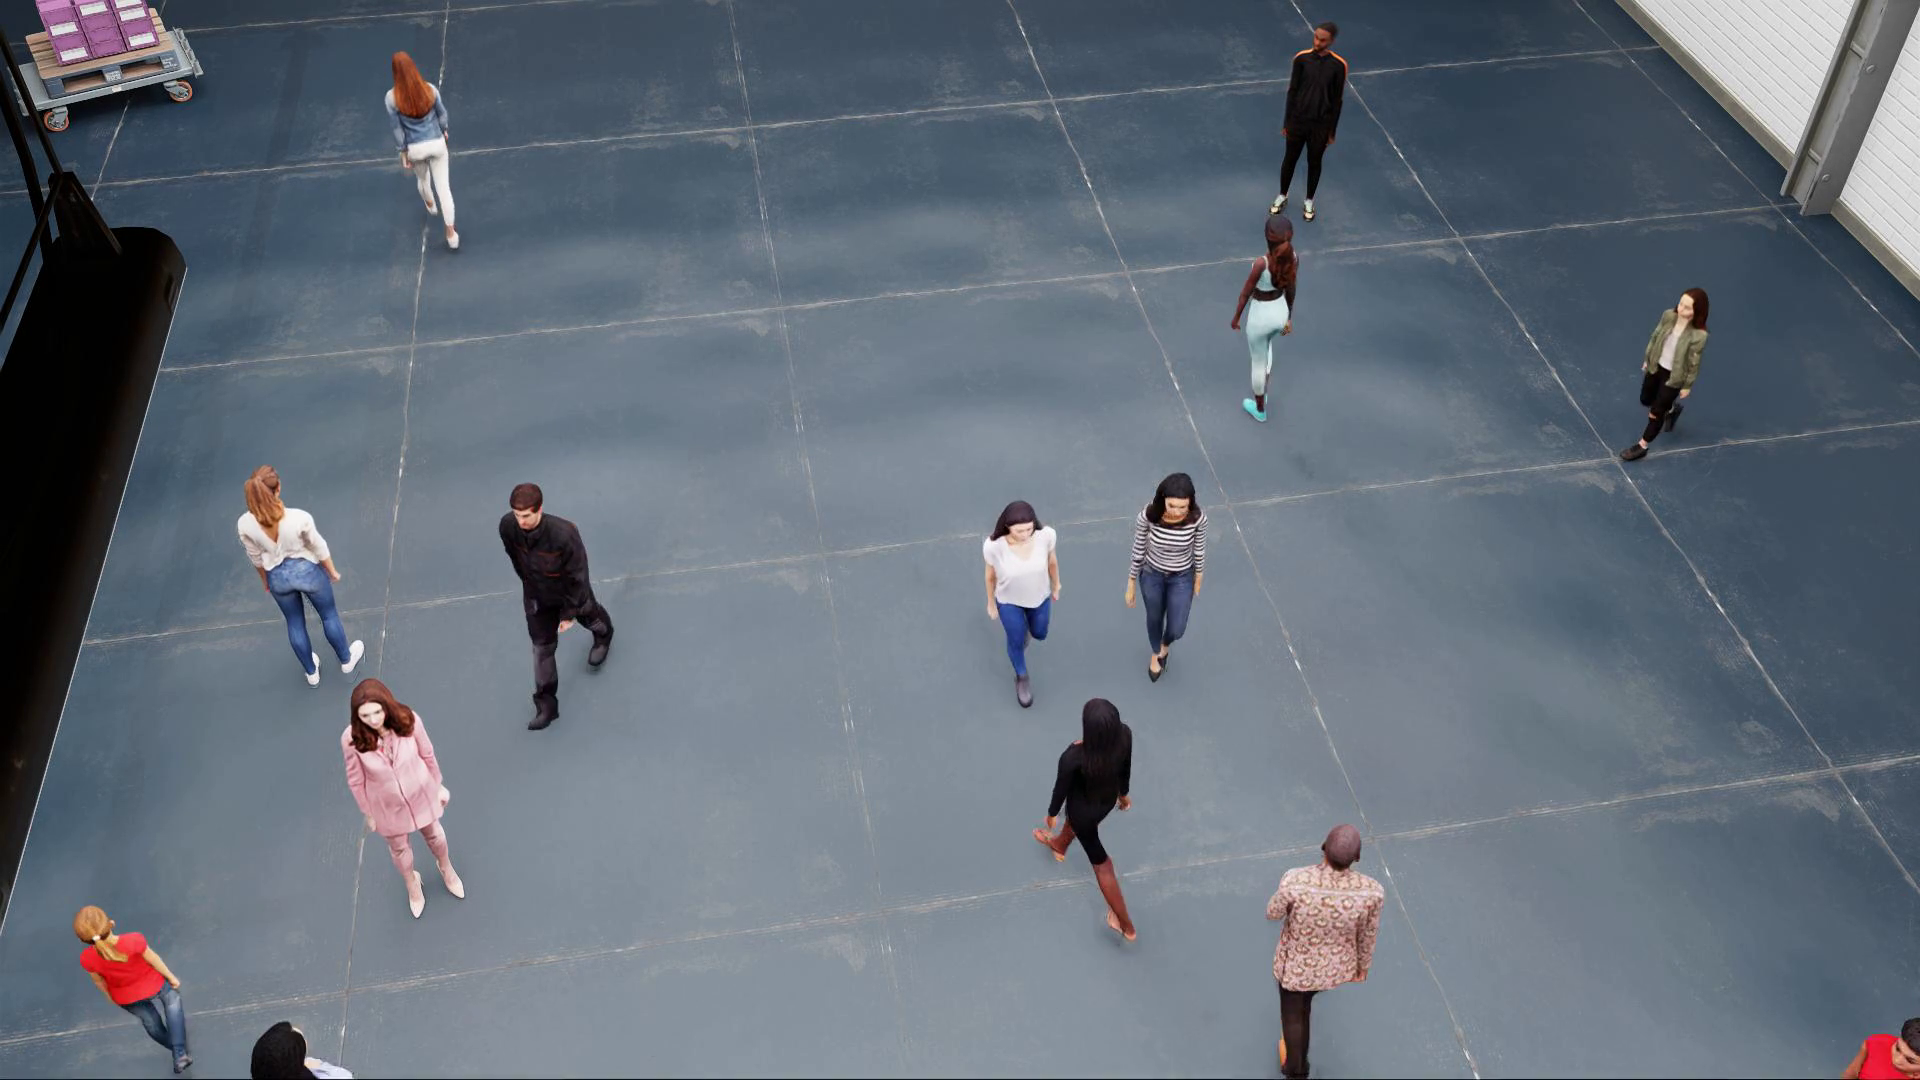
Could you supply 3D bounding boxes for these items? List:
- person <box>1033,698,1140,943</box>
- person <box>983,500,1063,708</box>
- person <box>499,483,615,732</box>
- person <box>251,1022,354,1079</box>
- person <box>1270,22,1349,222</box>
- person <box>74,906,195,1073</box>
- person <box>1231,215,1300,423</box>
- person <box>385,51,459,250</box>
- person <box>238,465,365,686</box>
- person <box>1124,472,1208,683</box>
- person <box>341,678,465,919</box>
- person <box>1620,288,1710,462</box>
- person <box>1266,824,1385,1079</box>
[{"bbox_3d":[0.760,1.518,9.008,0.991,1.674,1.261,-26,49,-25],"label":"person"},{"bbox_3d":[0.358,0.301,10.295,0.662,1.661,0.839,-12,45,-12],"label":"person"},{"bbox_3d":[-2.437,0.252,10.259,1.000,1.782,1.317,8,44,8],"label":"person"},{"bbox_3d":[-2.931,2.804,7.613,0.763,1.737,0.758,11,45,12],"label":"person"},{"bbox_3d":[3.021,-3.618,14.303,0.699,1.807,0.704,14,45,14],"label":"person"},{"bbox_3d":[-4.155,2.321,8.434,0.567,1.304,0.654,-16,46,-16],"label":"person"},{"bbox_3d":[2.290,-1.564,12.216,0.627,1.712,0.658,-18,46,-18],"label":"person"},{"bbox_3d":[-4.483,-3.239,14.012,0.736,1.660,1.118,-13,45,-13],"label":"person"},{"bbox_3d":[-4.114,0.252,10.301,0.626,1.724,0.584,-7,44,-7],"label":"person"},{"bbox_3d":[1.276,0.189,10.330,0.698,1.775,0.715,8,44,8],"label":"person"},{"bbox_3d":[-3.034,1.382,9.058,0.668,1.802,0.617,-19,47,-19],"label":"person"},{"bbox_3d":[5.179,-1.226,12.039,0.797,1.466,0.841,-21,47,-20],"label":"person"},{"bbox_3d":[1.775,2.148,8.276,0.748,1.772,1.082,-2,44,-2],"label":"person"}]
